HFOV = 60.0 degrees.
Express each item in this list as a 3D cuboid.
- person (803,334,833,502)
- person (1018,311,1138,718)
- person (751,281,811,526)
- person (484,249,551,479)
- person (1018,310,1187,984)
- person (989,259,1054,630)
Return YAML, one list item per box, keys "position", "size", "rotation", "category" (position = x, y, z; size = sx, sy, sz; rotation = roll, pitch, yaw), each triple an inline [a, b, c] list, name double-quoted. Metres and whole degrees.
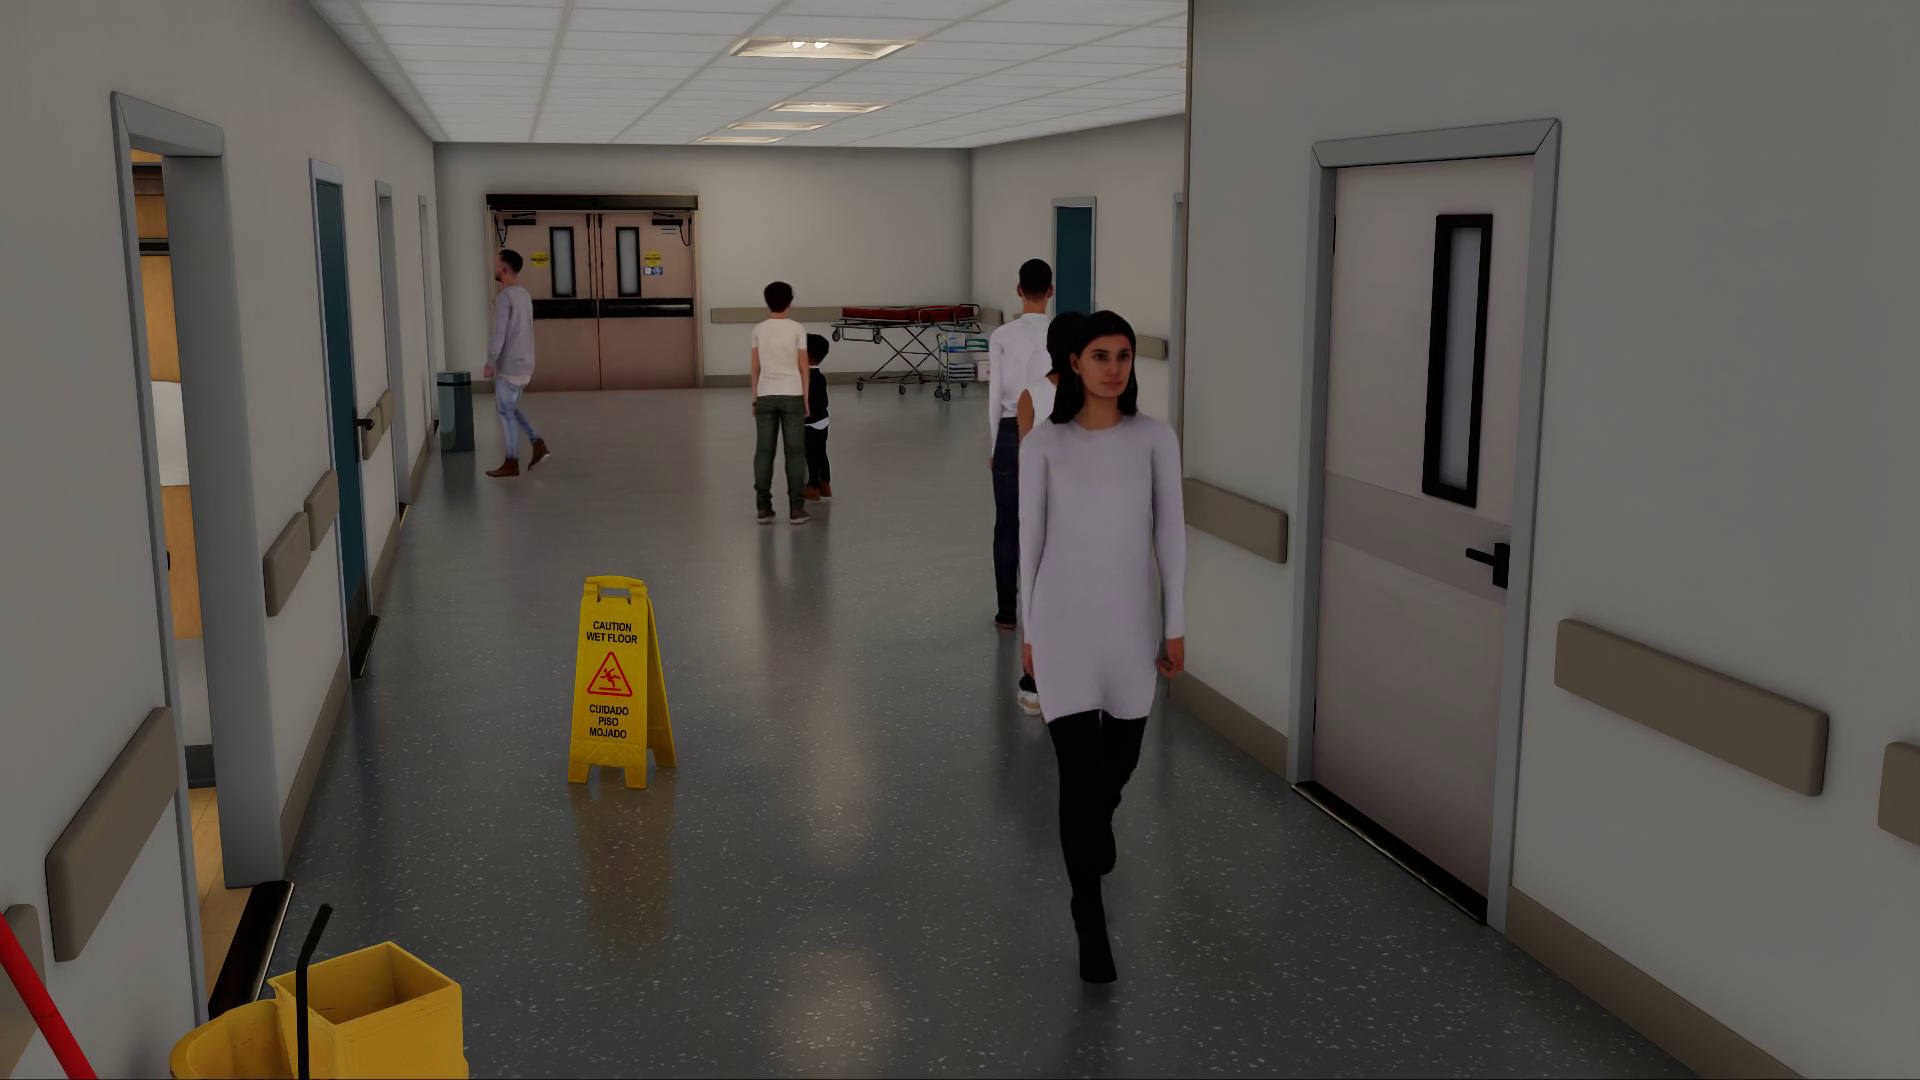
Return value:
- position: [-1.078, -0.914, 12.298]
  size: [0.640, 1.224, 0.566]
  rotation: [5, 12, 23]
  category: "person"
- position: [0.461, -0.111, 6.938]
  size: [0.694, 1.684, 0.663]
  rotation: [-1, 11, -3]
  category: "person"
- position: [-1.235, -0.943, 11.412]
  size: [0.630, 1.650, 0.646]
  rotation: [1, 11, 7]
  category: "person"
- position: [-3.545, -1.412, 13.399]
  size: [0.898, 1.833, 0.825]
  rotation: [1, 11, 6]
  category: "person"
- position: [0.390, 0.267, 4.692]
  size: [0.781, 1.779, 1.190]
  rotation: [-1, 11, -4]
  category: "person"
- position: [0.360, -0.483, 8.410]
  size: [0.663, 1.866, 0.646]
  rotation: [0, 11, -1]
  category: "person"
